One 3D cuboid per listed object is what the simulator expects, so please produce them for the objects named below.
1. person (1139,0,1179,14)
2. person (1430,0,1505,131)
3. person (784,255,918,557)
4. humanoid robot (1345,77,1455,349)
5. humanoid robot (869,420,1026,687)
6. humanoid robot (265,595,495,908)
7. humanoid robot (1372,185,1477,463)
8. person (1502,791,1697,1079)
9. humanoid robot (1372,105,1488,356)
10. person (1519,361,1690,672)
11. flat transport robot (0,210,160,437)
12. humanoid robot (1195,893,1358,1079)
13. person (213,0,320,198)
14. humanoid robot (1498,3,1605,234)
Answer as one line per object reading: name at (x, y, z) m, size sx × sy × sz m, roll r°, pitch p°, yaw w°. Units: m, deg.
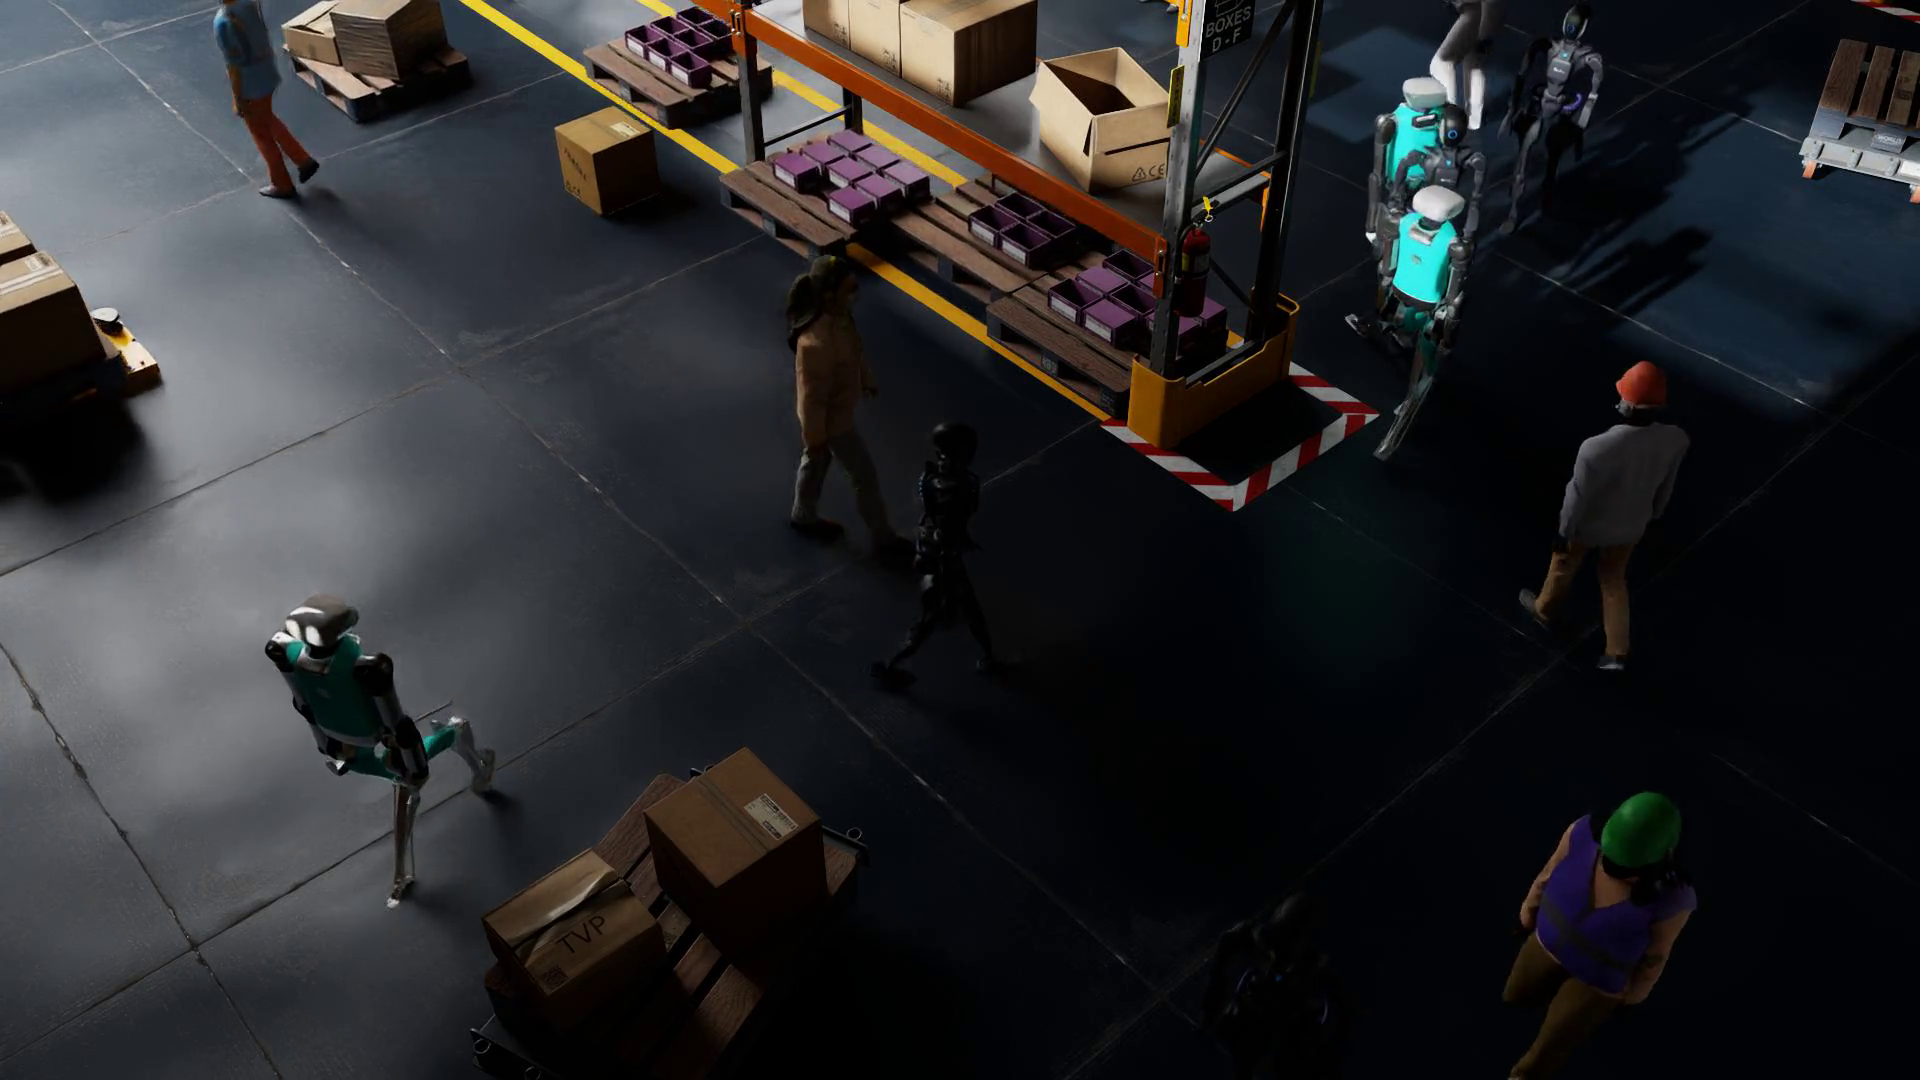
person at (1.786, -5.294, 13.698) m, size 0.564 × 1.837 × 0.380 m, roll 32°, pitch 51°, yaw 30°
person at (3.674, -3.806, 12.046) m, size 0.637 × 1.890 × 0.661 m, roll 10°, pitch 44°, yaw 11°
person at (-0.552, -0.689, 8.685) m, size 0.885 × 1.839 × 0.581 m, roll 1°, pitch 43°, yaw 1°
humanoid robot at (2.764, -1.832, 10.004) m, size 0.542 × 1.774 × 0.751 m, roll -13°, pitch 44°, yaw -13°
humanoid robot at (-0.077, 0.090, 7.994) m, size 0.787 × 1.626 × 0.590 m, roll 3°, pitch 43°, yaw 3°
humanoid robot at (-2.401, 0.725, 7.251) m, size 0.535 × 1.775 × 0.984 m, roll 12°, pitch 44°, yaw 13°
humanoid robot at (2.667, -1.292, 9.421) m, size 0.536 × 1.758 × 0.908 m, roll 32°, pitch 51°, yaw 30°
person at (2.379, 1.511, 6.240) m, size 0.660 × 1.904 × 0.549 m, roll -26°, pitch 49°, yaw -26°
humanoid robot at (2.835, -1.862, 10.073) m, size 0.609 × 1.647 × 0.319 m, roll 2°, pitch 43°, yaw 2°
person at (3.192, -0.089, 8.118) m, size 0.566 × 1.722 × 0.718 m, roll -8°, pitch 43°, yaw -9°
flat transport robot at (-5.719, -0.941, 10.118) m, size 1.431 × 0.231 × 0.659 m, roll -31°, pitch 51°, yaw -29°
humanoid robot at (1.171, 1.800, 6.099) m, size 0.596 × 1.643 × 0.382 m, roll 23°, pitch 47°, yaw 23°
person at (-4.859, -3.148, 11.422) m, size 0.408 × 1.751 × 0.526 m, roll 7°, pitch 43°, yaw 8°
humanoid robot at (3.965, -2.863, 11.169) m, size 0.589 × 1.638 × 0.510 m, roll 22°, pitch 47°, yaw 22°
